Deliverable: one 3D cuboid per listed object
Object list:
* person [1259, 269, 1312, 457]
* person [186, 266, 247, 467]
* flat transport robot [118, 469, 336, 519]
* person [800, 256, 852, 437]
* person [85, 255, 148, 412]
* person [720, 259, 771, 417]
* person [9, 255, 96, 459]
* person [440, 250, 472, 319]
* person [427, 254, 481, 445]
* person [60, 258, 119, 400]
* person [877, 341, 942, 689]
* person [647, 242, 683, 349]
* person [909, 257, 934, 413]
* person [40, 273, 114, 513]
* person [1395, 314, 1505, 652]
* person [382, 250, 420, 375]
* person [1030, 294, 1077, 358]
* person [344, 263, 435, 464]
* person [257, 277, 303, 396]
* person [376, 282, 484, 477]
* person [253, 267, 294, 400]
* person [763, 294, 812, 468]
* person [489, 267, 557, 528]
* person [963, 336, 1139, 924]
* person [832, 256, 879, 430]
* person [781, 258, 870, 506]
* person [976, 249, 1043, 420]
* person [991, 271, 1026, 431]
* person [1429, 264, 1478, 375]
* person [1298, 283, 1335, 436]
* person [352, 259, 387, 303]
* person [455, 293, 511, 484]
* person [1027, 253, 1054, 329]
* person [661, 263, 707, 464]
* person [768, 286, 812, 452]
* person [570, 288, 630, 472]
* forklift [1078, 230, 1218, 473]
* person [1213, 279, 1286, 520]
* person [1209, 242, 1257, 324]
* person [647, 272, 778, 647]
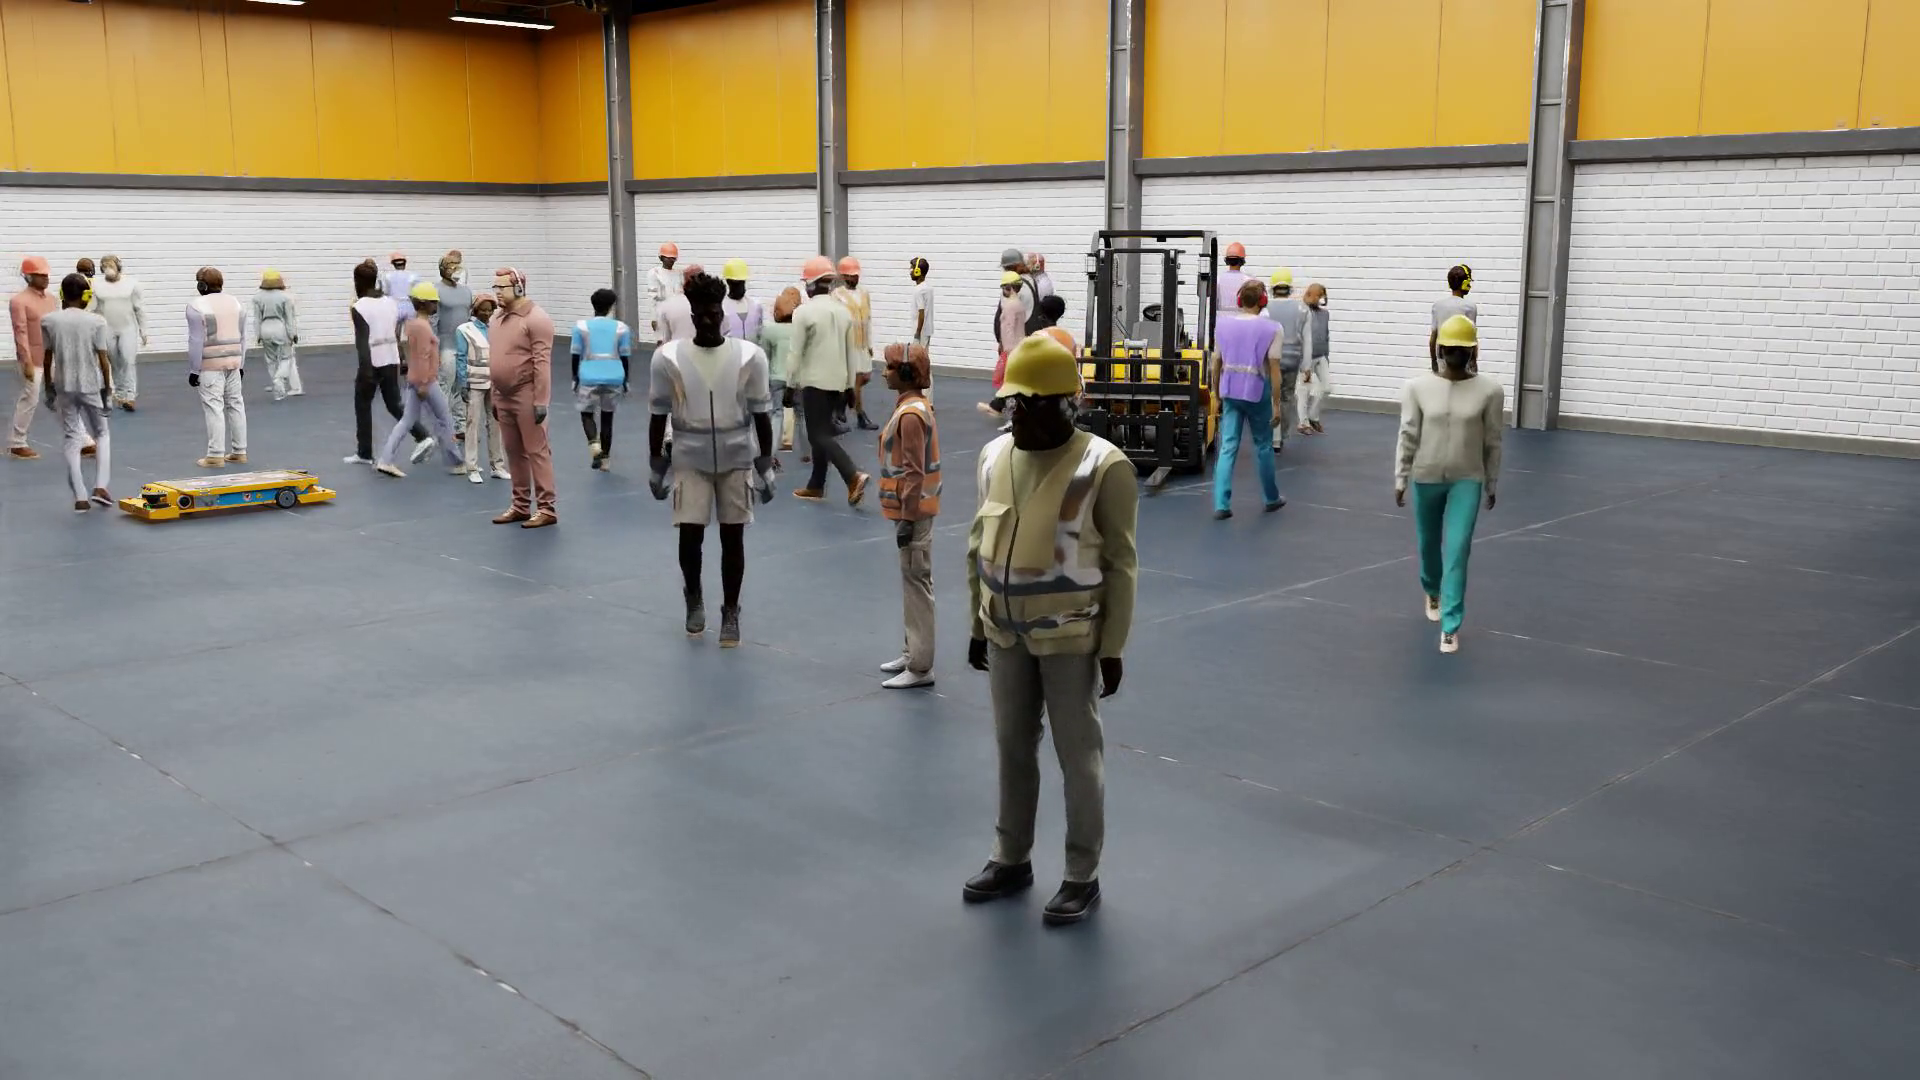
[{"bbox_3d":[3.092,-1.737,16.272,0.621,1.792,0.872,0,10,-1],"label":"person"},{"bbox_3d":[-6.883,-1.596,15.387,0.429,1.847,0.627,4,11,23],"label":"person"},{"bbox_3d":[-5.715,-0.372,13.004,1.431,0.197,0.652,-10,14,-44],"label":"flat transport robot"},{"bbox_3d":[-1.396,-2.051,17.697,0.837,1.907,0.556,6,12,28],"label":"person"},{"bbox_3d":[-10.227,-2.492,20.146,0.659,1.885,0.997,-3,11,-18],"label":"person"},{"bbox_3d":[-2.023,-1.573,15.149,0.621,1.941,0.563,-8,13,-36],"label":"person"},{"bbox_3d":[-8.700,-1.727,15.832,0.934,1.947,0.647,2,11,11],"label":"person"},{"bbox_3d":[-8.878,-4.173,29.359,0.577,1.869,0.438,-9,13,-39],"label":"person"},{"bbox_3d":[-5.181,-1.939,16.998,0.372,1.940,0.631,5,12,26],"label":"person"},{"bbox_3d":[-11.221,-2.715,21.492,0.629,1.843,0.429,-3,11,-17],"label":"person"},{"bbox_3d":[-0.239,-0.120,7.891,0.306,1.640,0.522,0,10,-3],"label":"person"},{"bbox_3d":[-4.039,-3.108,23.112,0.392,2.033,0.605,9,14,41],"label":"person"},{"bbox_3d":[-0.477,-2.417,19.790,0.314,1.869,0.535,2,11,12],"label":"person"},{"bbox_3d":[-6.851,-1.139,12.916,0.545,1.844,0.559,-3,11,-16],"label":"person"},{"bbox_3d":[2.599,-0.336,8.851,0.528,1.738,0.890,4,11,19],"label":"person"},{"bbox_3d":[-8.383,-3.389,25.015,0.674,1.897,0.508,-3,11,-16],"label":"person"},{"bbox_3d":[0.665,-1.112,13.219,0.536,1.660,0.593,9,14,41],"label":"person"},{"bbox_3d":[-5.342,-1.621,15.447,0.909,1.885,0.611,4,11,19],"label":"person"},{"bbox_3d":[-9.121,-2.720,22.160,0.749,1.608,0.512,1,10,7],"label":"person"},{"bbox_3d":[-4.759,-1.408,14.690,0.893,1.727,0.530,-6,12,-30],"label":"person"},{"bbox_3d":[-8.853,-2.652,21.456,0.492,1.726,0.517,-1,10,-6],"label":"person"},{"bbox_3d":[-1.599,-1.459,15.343,0.528,1.605,0.773,0,10,-2],"label":"person"},{"bbox_3d":[-3.250,-1.041,12.225,0.646,1.902,0.400,8,13,38],"label":"person"},{"bbox_3d":[0.257,0.279,5.199,0.600,1.827,0.404,8,13,37],"label":"person"},{"bbox_3d":[-1.223,-2.168,18.351,0.670,1.913,0.572,9,14,41],"label":"person"},{"bbox_3d":[-1.020,-1.234,13.100,0.856,1.964,0.610,8,13,36],"label":"person"},{"bbox_3d":[0.592,-2.320,18.795,1.018,2.000,0.697,5,11,24],"label":"person"},{"bbox_3d":[0.556,-2.048,18.118,0.367,1.739,0.544,4,11,21],"label":"person"},{"bbox_3d":[4.469,-1.539,15.013,0.327,1.869,0.517,-7,13,-35],"label":"person"},{"bbox_3d":[3.775,-1.913,17.696,0.523,1.621,0.356,-7,13,-35],"label":"person"},{"bbox_3d":[-8.518,-3.163,24.070,0.531,1.796,0.988,-8,13,-37],"label":"person"},{"bbox_3d":[-4.121,-1.319,14.434,0.310,1.640,0.514,9,14,42],"label":"person"},{"bbox_3d":[0.941,-2.589,20.625,0.399,1.910,0.643,-2,11,-8],"label":"person"},{"bbox_3d":[-2.468,-1.620,15.412,0.653,1.882,0.814,4,11,19],"label":"person"},{"bbox_3d":[-1.648,-1.681,16.418,0.501,1.633,0.285,-4,11,-23],"label":"person"},{"bbox_3d":[-3.217,-1.426,14.959,0.544,1.669,0.447,-4,11,-21],"label":"person"},{"bbox_3d":[1.804,-1.825,15.677,1.214,2.155,2.313,2,11,13],"label":"forklift"},{"bbox_3d":[2.210,-1.070,12.640,0.593,1.798,0.886,7,12,32],"label":"person"},{"bbox_3d":[3.315,-2.567,20.122,0.611,2.048,0.364,5,12,27],"label":"person"},{"bbox_3d":[-1.275,-0.400,8.584,0.647,1.945,0.423,-2,11,-11],"label":"person"}]
